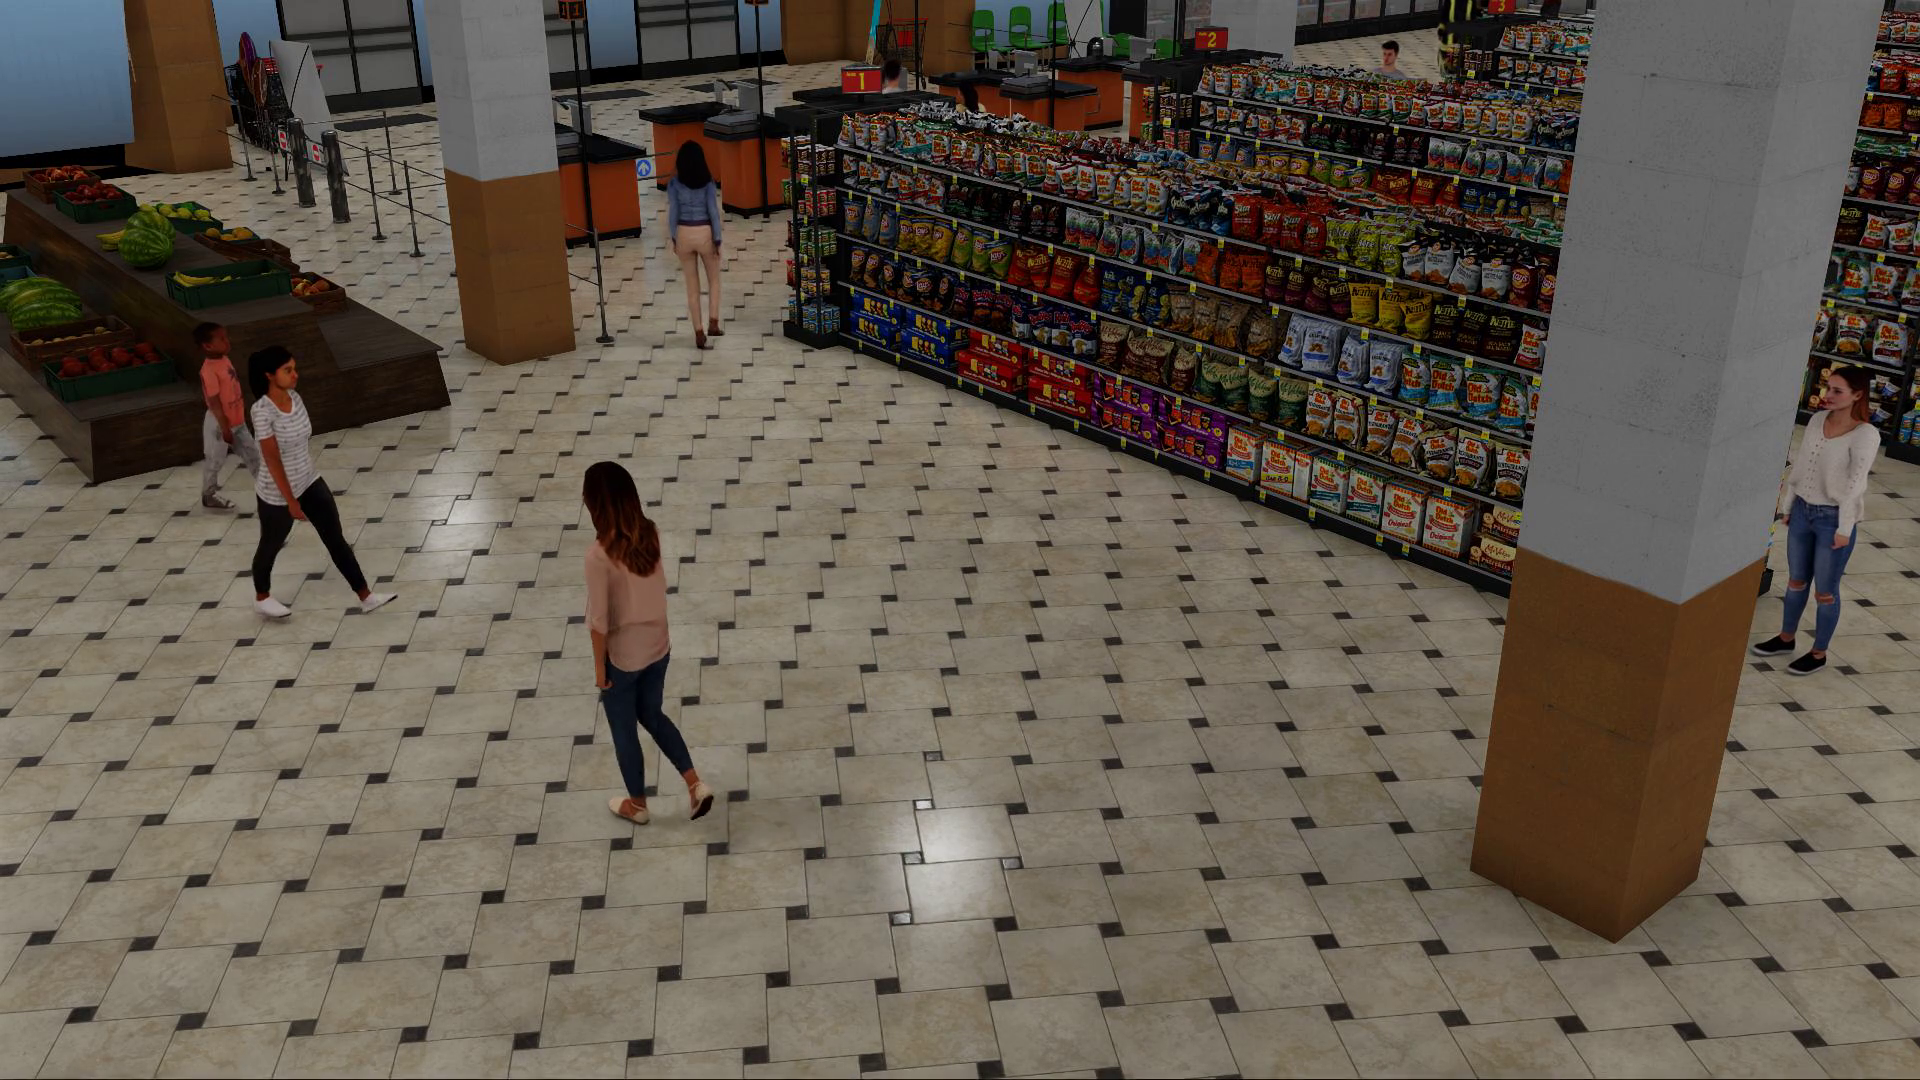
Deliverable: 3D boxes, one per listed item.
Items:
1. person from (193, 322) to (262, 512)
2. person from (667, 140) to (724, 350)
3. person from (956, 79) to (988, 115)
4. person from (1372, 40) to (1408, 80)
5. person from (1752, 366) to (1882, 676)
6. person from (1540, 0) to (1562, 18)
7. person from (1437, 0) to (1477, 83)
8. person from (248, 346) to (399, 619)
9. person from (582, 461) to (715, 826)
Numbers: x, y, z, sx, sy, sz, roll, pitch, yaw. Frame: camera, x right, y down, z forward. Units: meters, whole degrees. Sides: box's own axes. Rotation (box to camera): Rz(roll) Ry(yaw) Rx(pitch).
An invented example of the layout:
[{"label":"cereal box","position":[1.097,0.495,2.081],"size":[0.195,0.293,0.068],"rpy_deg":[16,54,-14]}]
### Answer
[{"label":"person","position":[-4.851,-0.774,10.838],"size":[0.930,1.281,0.868],"rpy_deg":[2,24,5]},{"label":"person","position":[-2.258,-2.486,14.147],"size":[0.726,1.766,0.772],"rpy_deg":[-1,24,-3]},{"label":"person","position":[0.082,-4.244,18.333],"size":[0.672,1.631,0.621],"rpy_deg":[-12,26,-25]},{"label":"person","position":[4.922,-4.858,19.415],"size":[0.657,1.888,0.809],"rpy_deg":[11,26,24]},{"label":"person","position":[4.575,-0.109,8.805],"size":[0.741,1.693,0.601],"rpy_deg":[-9,25,-19]},{"label":"person","position":[9.663,-8.291,27.386],"size":[0.581,1.787,0.518],"rpy_deg":[-17,29,-34]},{"label":"person","position":[8.262,-8.447,27.659],"size":[0.949,1.854,0.998],"rpy_deg":[-1,24,-1]},{"label":"person","position":[-3.826,-0.263,9.285],"size":[1.159,1.591,0.981],"rpy_deg":[7,25,15]},{"label":"person","position":[-1.365,0.514,7.277],"size":[0.907,1.777,0.699],"rpy_deg":[18,29,35]}]
